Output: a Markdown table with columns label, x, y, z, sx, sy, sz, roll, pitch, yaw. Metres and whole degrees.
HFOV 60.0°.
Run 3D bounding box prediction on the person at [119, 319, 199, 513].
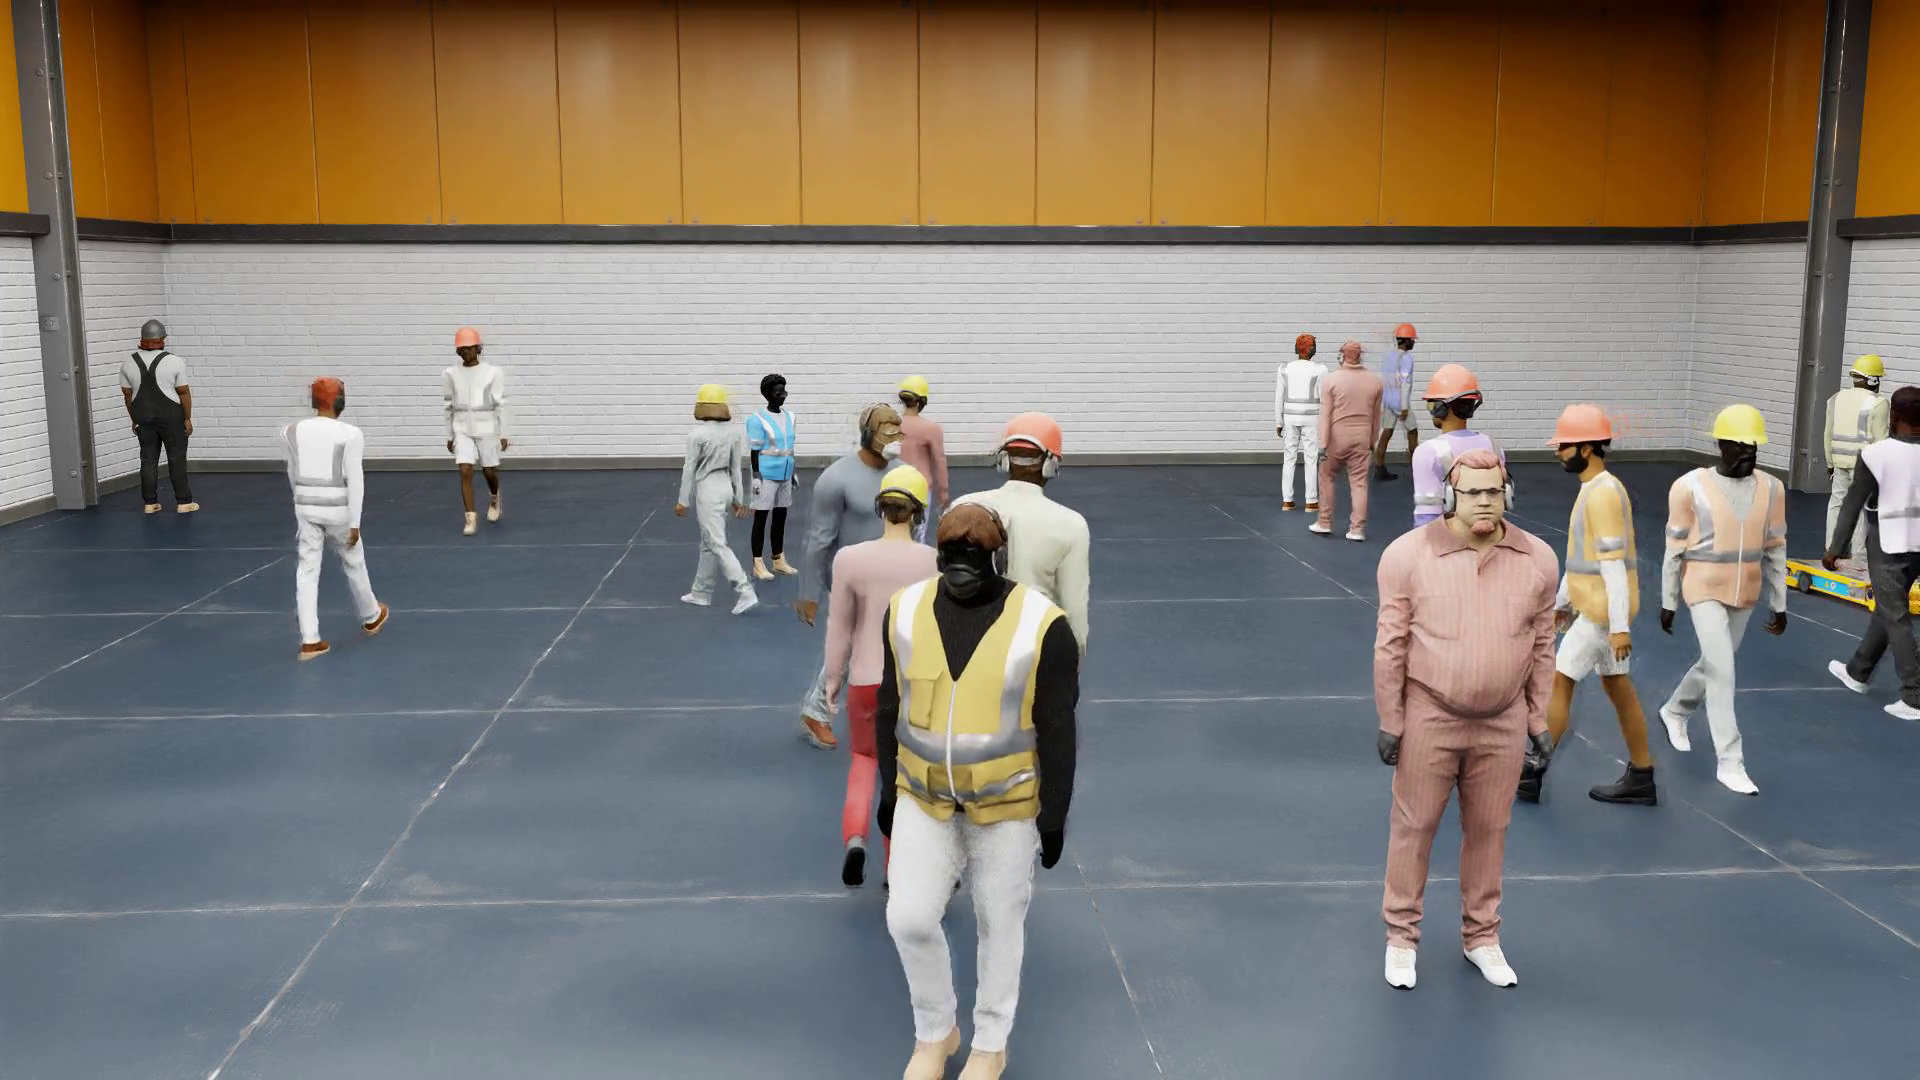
| label | x | y | z | sx | sy | sz | roll | pitch | yaw |
| --- | --- | --- | --- | --- | --- | --- | --- | --- | --- |
| person | -8.403 | -1.299 | 17.518 | 0.682 | 2.000 | 0.537 | 0 | 9 | -2 |

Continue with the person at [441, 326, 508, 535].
| label | x | y | z | sx | sy | sz | roll | pitch | yaw |
| --- | --- | --- | --- | --- | --- | --- | --- | --- | --- |
| person | -4.725 | -1.085 | 16.266 | 0.617 | 2.015 | 0.893 | -1 | 9 | -4 |

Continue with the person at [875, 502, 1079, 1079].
| label | x | y | z | sx | sy | sz | roll | pitch | yaw |
| --- | --- | --- | --- | --- | --- | --- | --- | --- | --- |
| person | 0.024 | 0.797 | 5.007 | 0.652 | 1.829 | 0.521 | 3 | 9 | 17 |

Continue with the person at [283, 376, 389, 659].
| label | x | y | z | sx | sy | sz | roll | pitch | yaw |
| --- | --- | --- | --- | --- | --- | --- | --- | --- | --- |
| person | -4.202 | -0.179 | 11.161 | 0.578 | 1.822 | 1.012 | 1 | 9 | 4 |

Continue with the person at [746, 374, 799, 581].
| label | x | y | z | sx | sy | sz | roll | pitch | yaw |
| --- | --- | --- | --- | --- | --- | --- | --- | --- | --- |
| person | -1.535 | -0.523 | 13.716 | 0.322 | 1.696 | 0.536 | 7 | 11 | 37 |

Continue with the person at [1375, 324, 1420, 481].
| label | x | y | z | sx | sy | sz | roll | pitch | yaw |
| --- | --- | --- | --- | --- | --- | --- | --- | --- | --- |
| person | 5.463 | -1.668 | 20.252 | 0.902 | 1.900 | 0.575 | -3 | 9 | -16 |

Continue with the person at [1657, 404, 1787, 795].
| label | x | y | z | sx | sy | sz | roll | pitch | yaw |
| --- | --- | --- | --- | --- | --- | --- | --- | --- | --- |
| person | 3.809 | 0.239 | 8.376 | 0.600 | 1.884 | 0.982 | -1 | 9 | -8 |

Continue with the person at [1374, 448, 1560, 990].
| label | x | y | z | sx | sy | sz | roll | pitch | yaw |
| --- | --- | --- | --- | --- | --- | --- | --- | --- | --- |
| person | 1.773 | 0.629 | 5.826 | 0.642 | 1.909 | 0.399 | 0 | 9 | -1 |

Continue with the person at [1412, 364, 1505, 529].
| label | x | y | z | sx | sy | sz | roll | pitch | yaw |
| --- | --- | --- | --- | --- | --- | --- | --- | --- | --- |
| person | 2.521 | 0.112 | 8.648 | 0.616 | 2.041 | 0.379 | -6 | 11 | -34 |

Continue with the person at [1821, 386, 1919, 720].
| label | x | y | z | sx | sy | sz | roll | pitch | yaw |
| --- | --- | --- | --- | --- | --- | --- | --- | --- | --- |
| person | 5.381 | 0.047 | 9.619 | 0.593 | 1.866 | 1.006 | -1 | 9 | -9 |

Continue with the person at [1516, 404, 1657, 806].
| label | x | y | z | sx | sy | sz | roll | pitch | yaw |
| --- | --- | --- | --- | --- | --- | --- | --- | --- | --- |
| person | 2.892 | 0.318 | 7.825 | 0.912 | 1.891 | 0.597 | 4 | 10 | 21 |

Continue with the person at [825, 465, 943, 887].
| label | x | y | z | sx | sy | sz | roll | pitch | yaw |
| --- | --- | --- | --- | --- | --- | --- | --- | --- | --- |
| person | -0.272 | 0.576 | 6.690 | 0.550 | 1.734 | 0.528 | 1 | 9 | 6 |

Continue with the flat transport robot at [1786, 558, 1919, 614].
| label | x | y | z | sx | sy | sz | roll | pitch | yaw |
| --- | --- | --- | --- | --- | --- | --- | --- | --- | --- |
| flat transport robot | 6.980 | 0.337 | 12.780 | 0.652 | 0.197 | 1.431 | -1 | 9 | -6 |

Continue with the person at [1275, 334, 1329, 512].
| label | x | y | z | sx | sy | sz | roll | pitch | yaw |
| --- | --- | --- | --- | --- | --- | --- | --- | --- | --- |
| person | 3.627 | -1.236 | 17.607 | 0.583 | 1.882 | 0.337 | 5 | 11 | 30 |

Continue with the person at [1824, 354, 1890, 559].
| label | x | y | z | sx | sy | sz | roll | pitch | yaw |
| --- | --- | --- | --- | --- | --- | --- | --- | --- | --- |
| person | 7.641 | -0.659 | 14.143 | 0.403 | 1.831 | 0.596 | -3 | 10 | -19 |

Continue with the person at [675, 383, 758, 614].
| label | x | y | z | sx | sy | sz | roll | pitch | yaw |
| --- | --- | --- | --- | --- | --- | --- | --- | --- | --- |
| person | -1.796 | -0.312 | 12.364 | 0.865 | 1.708 | 0.492 | 6 | 11 | 34 |

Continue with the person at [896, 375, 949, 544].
| label | x | y | z | sx | sy | sz | roll | pitch | yaw |
| --- | --- | --- | --- | --- | --- | --- | --- | --- | --- |
| person | -0.326 | -0.383 | 12.690 | 0.540 | 1.741 | 0.681 | 4 | 10 | 24 |

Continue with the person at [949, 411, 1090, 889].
| label | x | y | z | sx | sy | sz | roll | pitch | yaw |
| --- | --- | --- | --- | --- | --- | --- | --- | --- | --- |
| person | 0.181 | 0.476 | 6.620 | 0.653 | 1.962 | 0.622 | 4 | 10 | 22 |

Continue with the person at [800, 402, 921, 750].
| label | x | y | z | sx | sy | sz | roll | pitch | yaw |
| --- | --- | --- | --- | --- | --- | --- | --- | --- | --- |
| person | -0.519 | 0.225 | 8.515 | 1.029 | 1.879 | 0.642 | 8 | 12 | 42 |

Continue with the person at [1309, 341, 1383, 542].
| label | x | y | z | sx | sy | sz | roll | pitch | yaw |
| --- | --- | --- | --- | --- | --- | --- | --- | --- | --- |
| person | 3.636 | -0.947 | 15.805 | 0.669 | 1.878 | 0.796 | -2 | 9 | -11 |
